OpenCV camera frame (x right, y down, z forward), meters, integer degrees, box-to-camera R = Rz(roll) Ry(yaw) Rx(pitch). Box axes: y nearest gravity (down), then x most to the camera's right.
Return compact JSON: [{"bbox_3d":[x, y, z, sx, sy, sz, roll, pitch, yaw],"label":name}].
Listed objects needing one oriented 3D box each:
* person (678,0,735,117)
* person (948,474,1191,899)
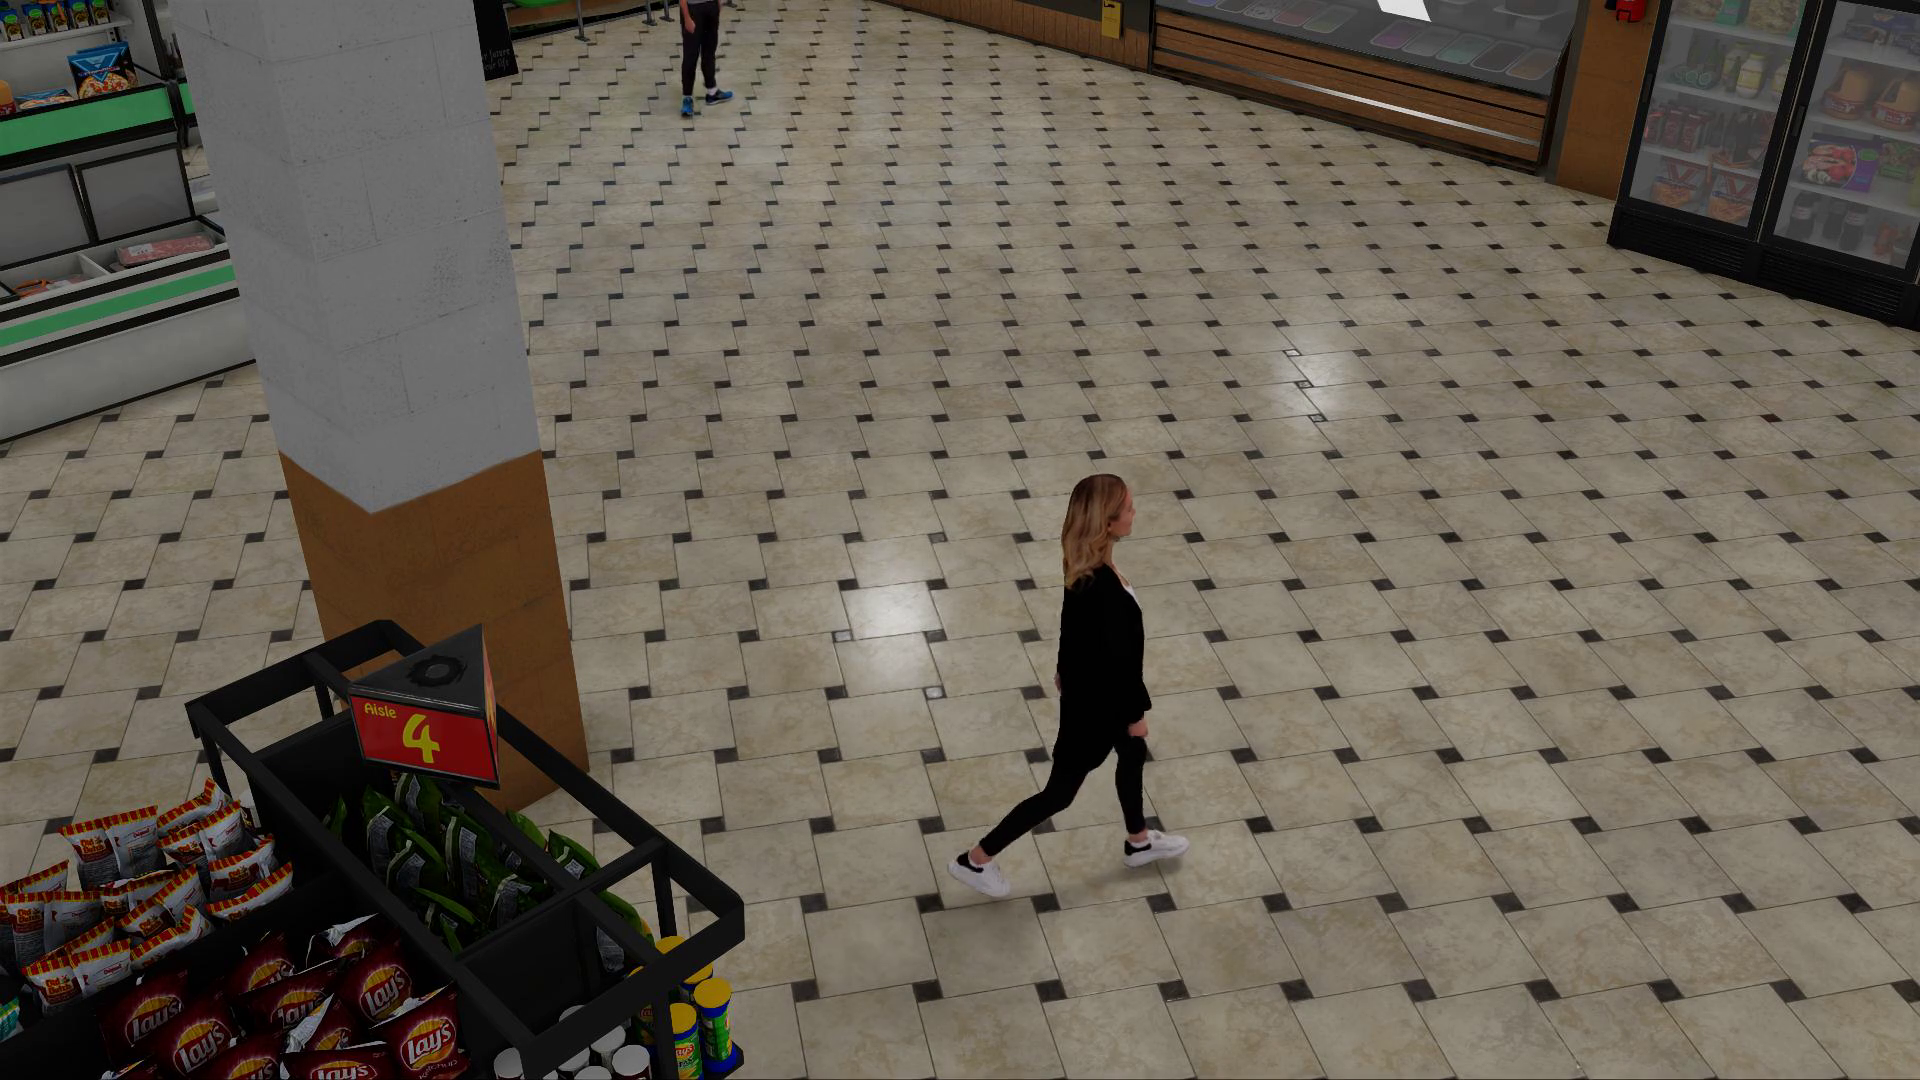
[{"bbox_3d":[-2.234,-4.591,14.269,0.958,1.795,0.618,10,33,16],"label":"person"},{"bbox_3d":[0.387,0.603,5.954,1.241,1.760,1.096,-3,32,-5],"label":"person"}]
